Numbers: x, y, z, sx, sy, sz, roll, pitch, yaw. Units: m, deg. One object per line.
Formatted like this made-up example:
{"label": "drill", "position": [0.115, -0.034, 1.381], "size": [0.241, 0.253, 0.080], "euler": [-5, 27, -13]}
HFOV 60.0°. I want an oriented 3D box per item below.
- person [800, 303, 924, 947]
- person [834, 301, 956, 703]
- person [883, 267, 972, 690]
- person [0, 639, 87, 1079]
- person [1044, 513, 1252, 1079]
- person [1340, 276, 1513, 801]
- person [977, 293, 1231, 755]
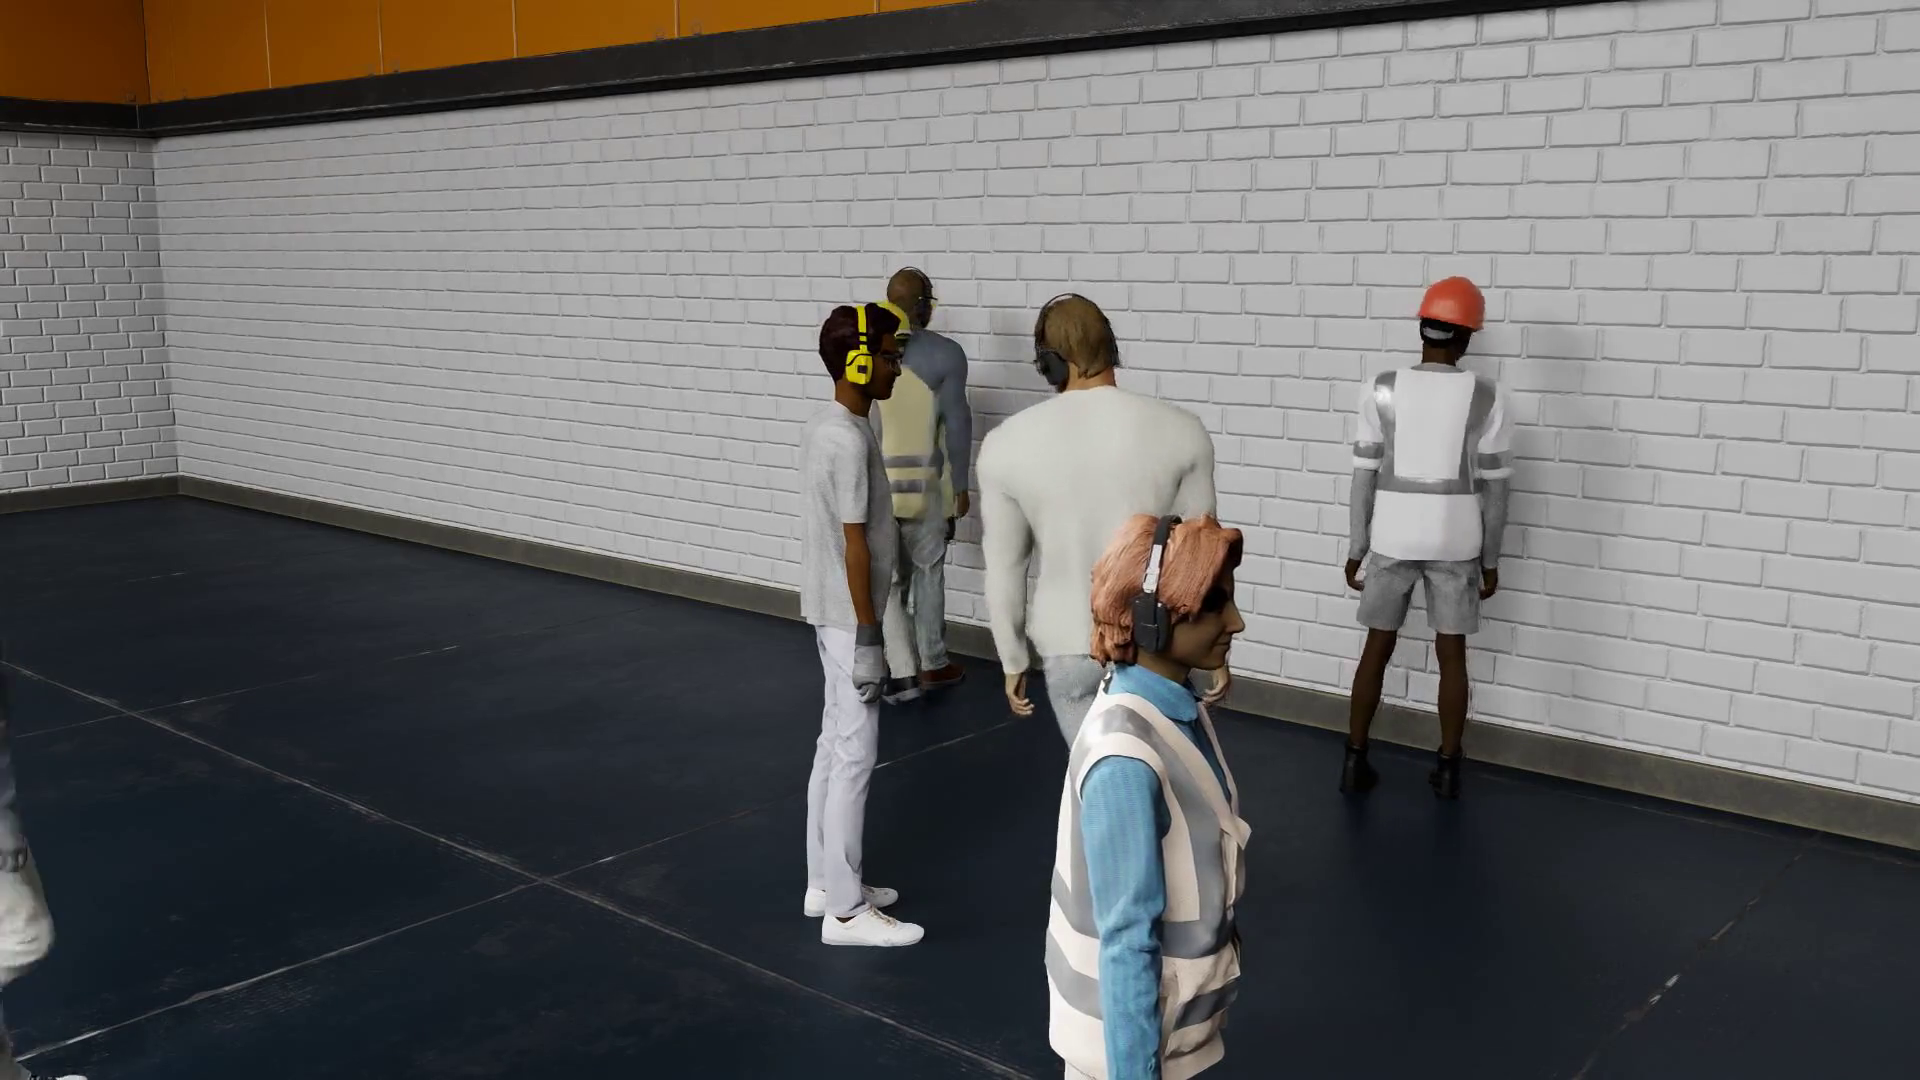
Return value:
{"label": "person", "position": [-0.304, 0.248, 4.867], "size": [0.312, 1.866, 0.538], "euler": [-3, 10, -15]}
{"label": "person", "position": [-0.317, -0.180, 7.548], "size": [0.613, 1.797, 0.878], "euler": [-5, 11, -27]}
{"label": "person", "position": [-0.243, -0.278, 7.656], "size": [0.634, 1.936, 0.351], "euler": [4, 11, 22]}
{"label": "person", "position": [-2.254, 0.581, 3.655], "size": [0.519, 1.618, 0.493], "euler": [9, 13, 41]}
{"label": "person", "position": [0.282, 0.767, 2.557], "size": [0.311, 1.638, 0.523], "euler": [2, 10, 11]}
{"label": "person", "position": [1.705, 0.011, 6.101], "size": [0.585, 1.919, 0.378], "euler": [4, 11, 20]}
{"label": "person", "position": [0.378, 0.309, 4.417], "size": [0.687, 1.905, 0.583], "euler": [1, 10, 7]}
